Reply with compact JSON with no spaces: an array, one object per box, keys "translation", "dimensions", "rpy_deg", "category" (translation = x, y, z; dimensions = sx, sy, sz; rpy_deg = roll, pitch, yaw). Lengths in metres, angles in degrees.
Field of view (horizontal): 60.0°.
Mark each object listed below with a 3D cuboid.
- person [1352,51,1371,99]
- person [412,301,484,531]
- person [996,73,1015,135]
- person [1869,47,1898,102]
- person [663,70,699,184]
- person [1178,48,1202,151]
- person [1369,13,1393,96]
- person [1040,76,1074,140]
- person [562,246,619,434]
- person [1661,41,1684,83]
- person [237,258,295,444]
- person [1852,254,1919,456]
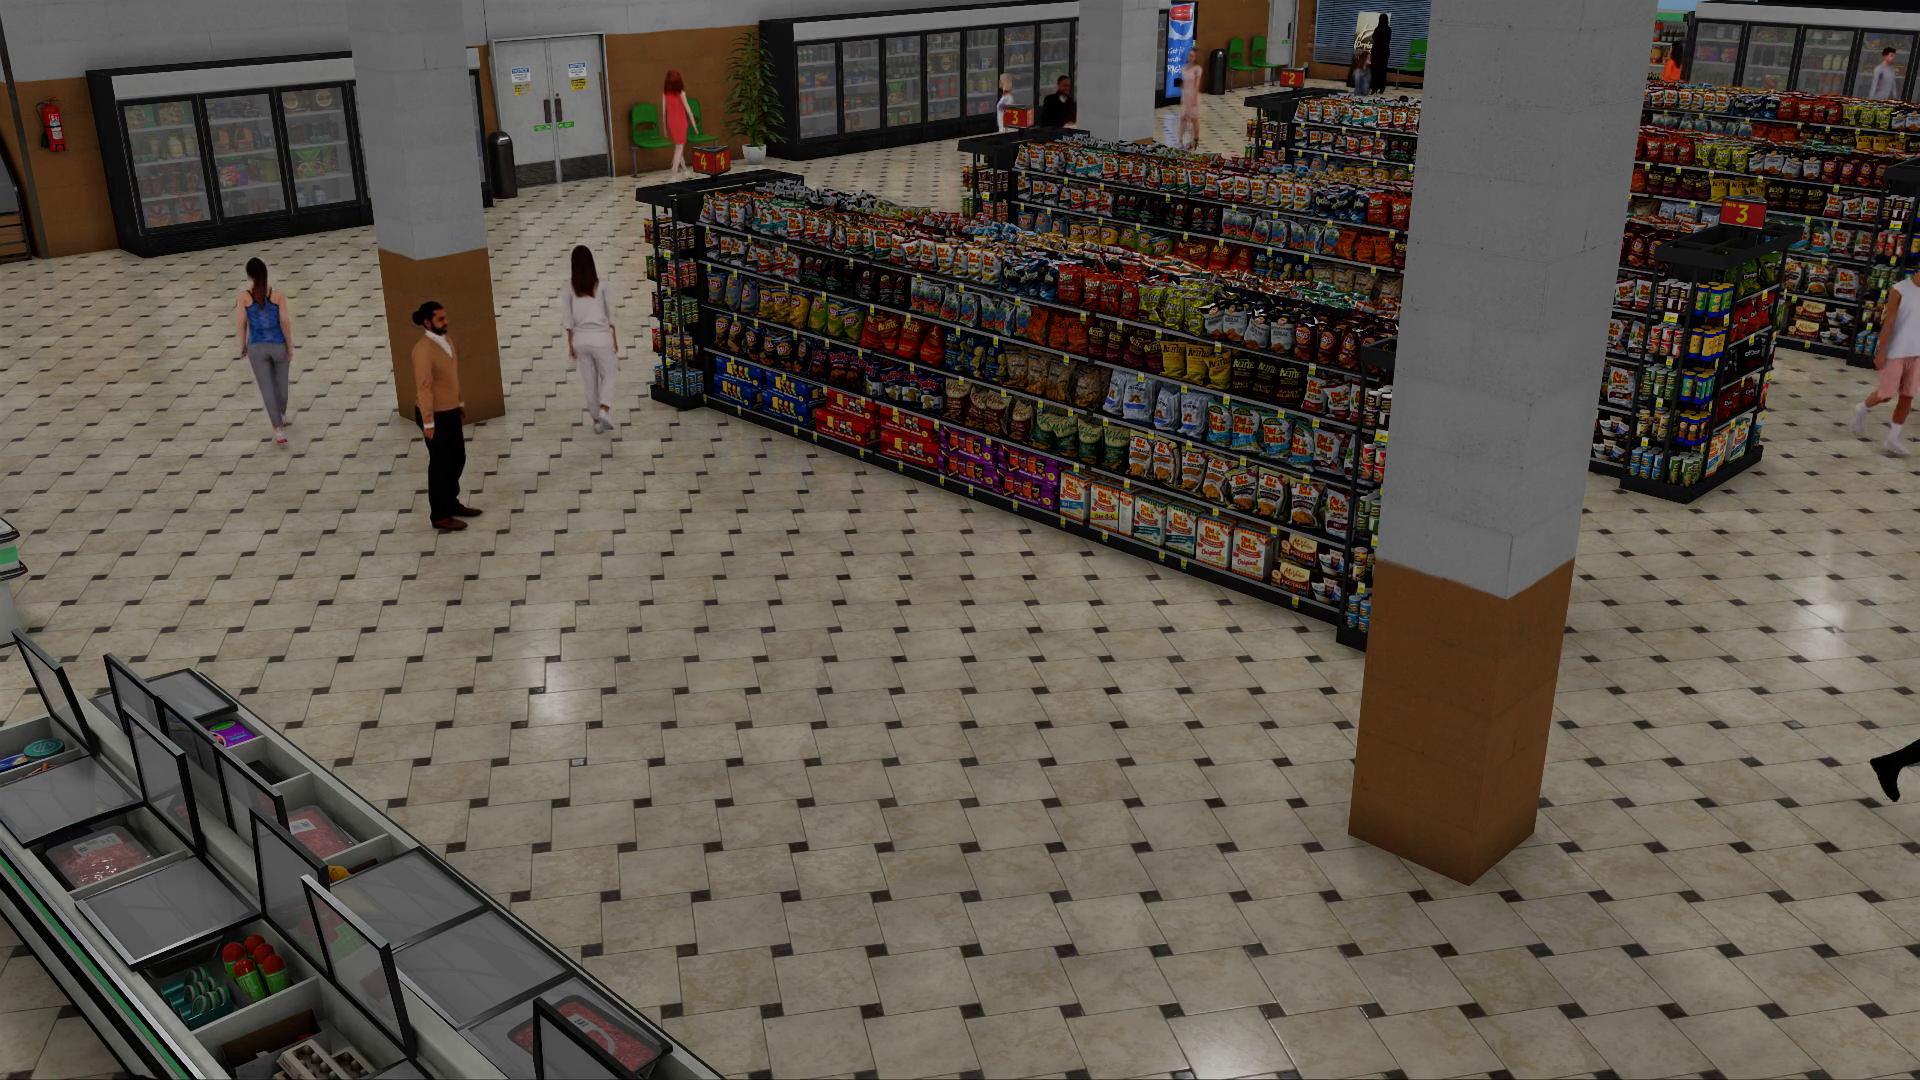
[{"translation":[7.155,-7.963,30.066],"dimensions":[0.641,1.692,0.655],"rpy_deg":[18,28,38],"category":"person"},{"translation":[-3.922,-0.952,12.545],"dimensions":[0.793,1.745,0.756],"rpy_deg":[1,22,3],"category":"person"},{"translation":[0.790,-6.485,26.337],"dimensions":[0.999,1.730,0.967],"rpy_deg":[-2,22,-4],"category":"person"},{"translation":[16.113,-7.717,29.308],"dimensions":[0.811,1.801,1.199],"rpy_deg":[-13,25,-29],"category":"person"},{"translation":[-4.453,-6.393,26.034],"dimensions":[1.003,1.785,0.821],"rpy_deg":[12,25,27],"category":"person"},{"translation":[4.114,-7.803,29.563],"dimensions":[1.019,1.770,0.796],"rpy_deg":[18,28,37],"category":"person"},{"translation":[9.415,-10.877,37.230],"dimensions":[0.701,1.758,0.647],"rpy_deg":[-15,26,-33],"category":"person"},{"translation":[1.386,-5.982,24.899],"dimensions":[0.928,1.869,1.217],"rpy_deg":[-12,25,-28],"category":"person"},{"translation":[-3.207,-1.719,14.543],"dimensions":[0.814,1.680,0.884],"rpy_deg":[-2,22,-6],"category":"person"},{"translation":[13.417,-8.442,31.215],"dimensions":[0.956,1.725,0.674],"rpy_deg":[16,27,35],"category":"person"},{"translation":[-5.988,-1.606,14.408],"dimensions":[0.747,1.572,1.107],"rpy_deg":[-13,25,-29],"category":"person"},{"translation":[8.006,-1.631,14.201],"dimensions":[0.945,1.771,1.030],"rpy_deg":[-2,22,-6],"category":"person"}]
